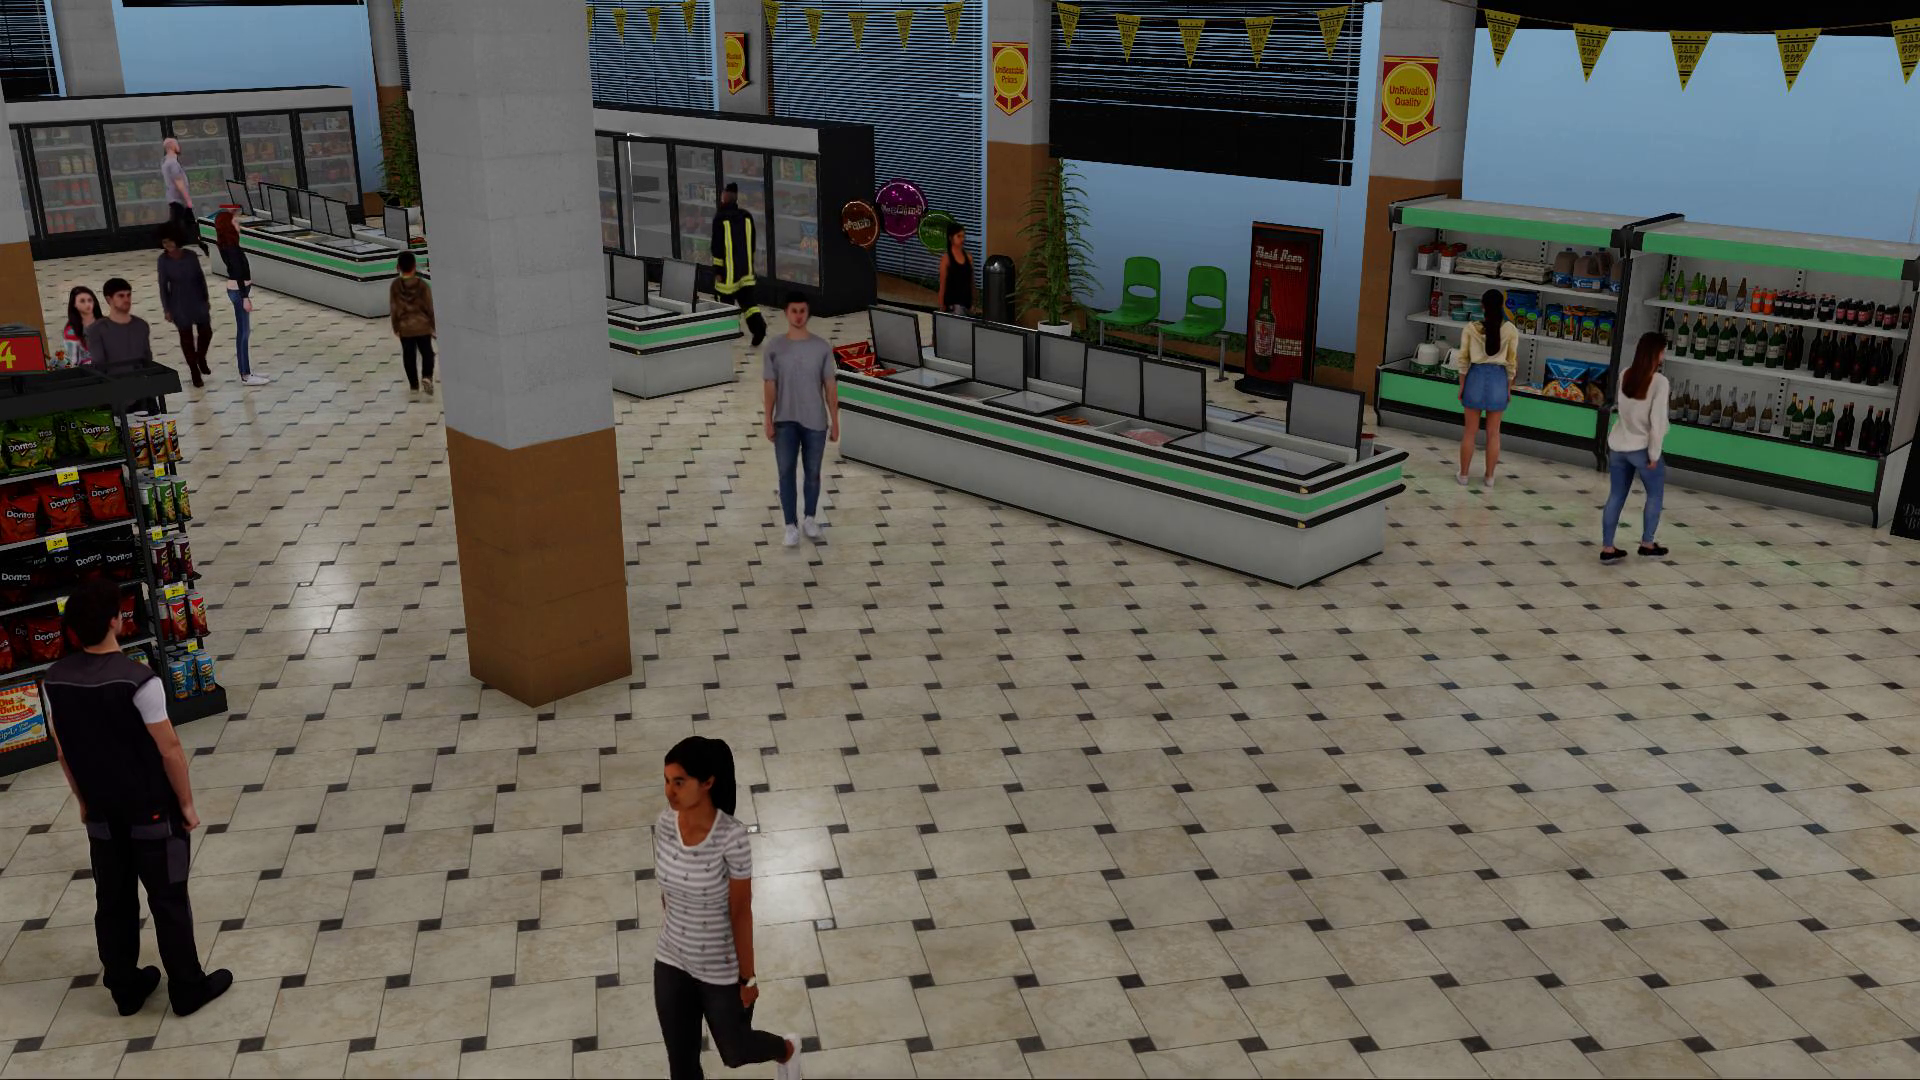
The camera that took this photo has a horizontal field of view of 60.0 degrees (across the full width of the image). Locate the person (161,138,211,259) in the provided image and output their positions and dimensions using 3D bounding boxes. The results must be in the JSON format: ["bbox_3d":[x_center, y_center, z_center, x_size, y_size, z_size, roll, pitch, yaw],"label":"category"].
[{"bbox_3d":[-11.572,-4.948,24.393,0.919,1.803,1.093,-12,22,-31],"label":"person"}]

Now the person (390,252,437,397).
[{"bbox_3d":[-5.461,-2.139,16.629,0.833,1.441,0.954,-5,19,-13],"label":"person"}]

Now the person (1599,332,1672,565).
[{"bbox_3d":[4.725,-0.627,11.779,0.783,1.676,0.753,-10,21,-28],"label":"person"}]

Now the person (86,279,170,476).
[{"bbox_3d":[-6.549,-1.113,12.991,1.116,1.822,0.740,15,24,37],"label":"person"}]

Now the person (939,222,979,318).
[{"bbox_3d":[-0.078,-2.461,17.287,0.585,1.632,1.055,-18,25,-42],"label":"person"}]

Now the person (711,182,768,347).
[{"bbox_3d":[-2.522,-3.112,18.898,0.812,1.836,1.117,-14,23,-36],"label":"person"}]

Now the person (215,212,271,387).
[{"bbox_3d":[-7.418,-2.491,17.137,0.710,1.784,0.601,-8,20,-22],"label":"person"}]

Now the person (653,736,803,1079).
[{"bbox_3d":[-0.820,1.425,5.769,0.931,1.628,0.771,12,22,31],"label":"person"}]

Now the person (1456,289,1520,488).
[{"bbox_3d":[4.337,-1.255,13.713,0.642,1.629,0.767,6,19,17],"label":"person"}]

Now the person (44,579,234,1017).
[{"bbox_3d":[-3.285,1.035,6.578,0.719,1.849,0.799,2,19,5],"label":"person"}]

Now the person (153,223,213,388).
[{"bbox_3d":[-7.907,-2.397,17.009,0.858,1.687,0.685,15,24,38],"label":"person"}]

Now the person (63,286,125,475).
[{"bbox_3d":[-7.309,-1.345,14.020,0.666,1.605,0.641,13,23,34],"label":"person"}]

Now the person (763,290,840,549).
[{"bbox_3d":[-1.184,-0.919,12.345,0.922,1.868,0.998,-3,19,-10],"label":"person"}]
